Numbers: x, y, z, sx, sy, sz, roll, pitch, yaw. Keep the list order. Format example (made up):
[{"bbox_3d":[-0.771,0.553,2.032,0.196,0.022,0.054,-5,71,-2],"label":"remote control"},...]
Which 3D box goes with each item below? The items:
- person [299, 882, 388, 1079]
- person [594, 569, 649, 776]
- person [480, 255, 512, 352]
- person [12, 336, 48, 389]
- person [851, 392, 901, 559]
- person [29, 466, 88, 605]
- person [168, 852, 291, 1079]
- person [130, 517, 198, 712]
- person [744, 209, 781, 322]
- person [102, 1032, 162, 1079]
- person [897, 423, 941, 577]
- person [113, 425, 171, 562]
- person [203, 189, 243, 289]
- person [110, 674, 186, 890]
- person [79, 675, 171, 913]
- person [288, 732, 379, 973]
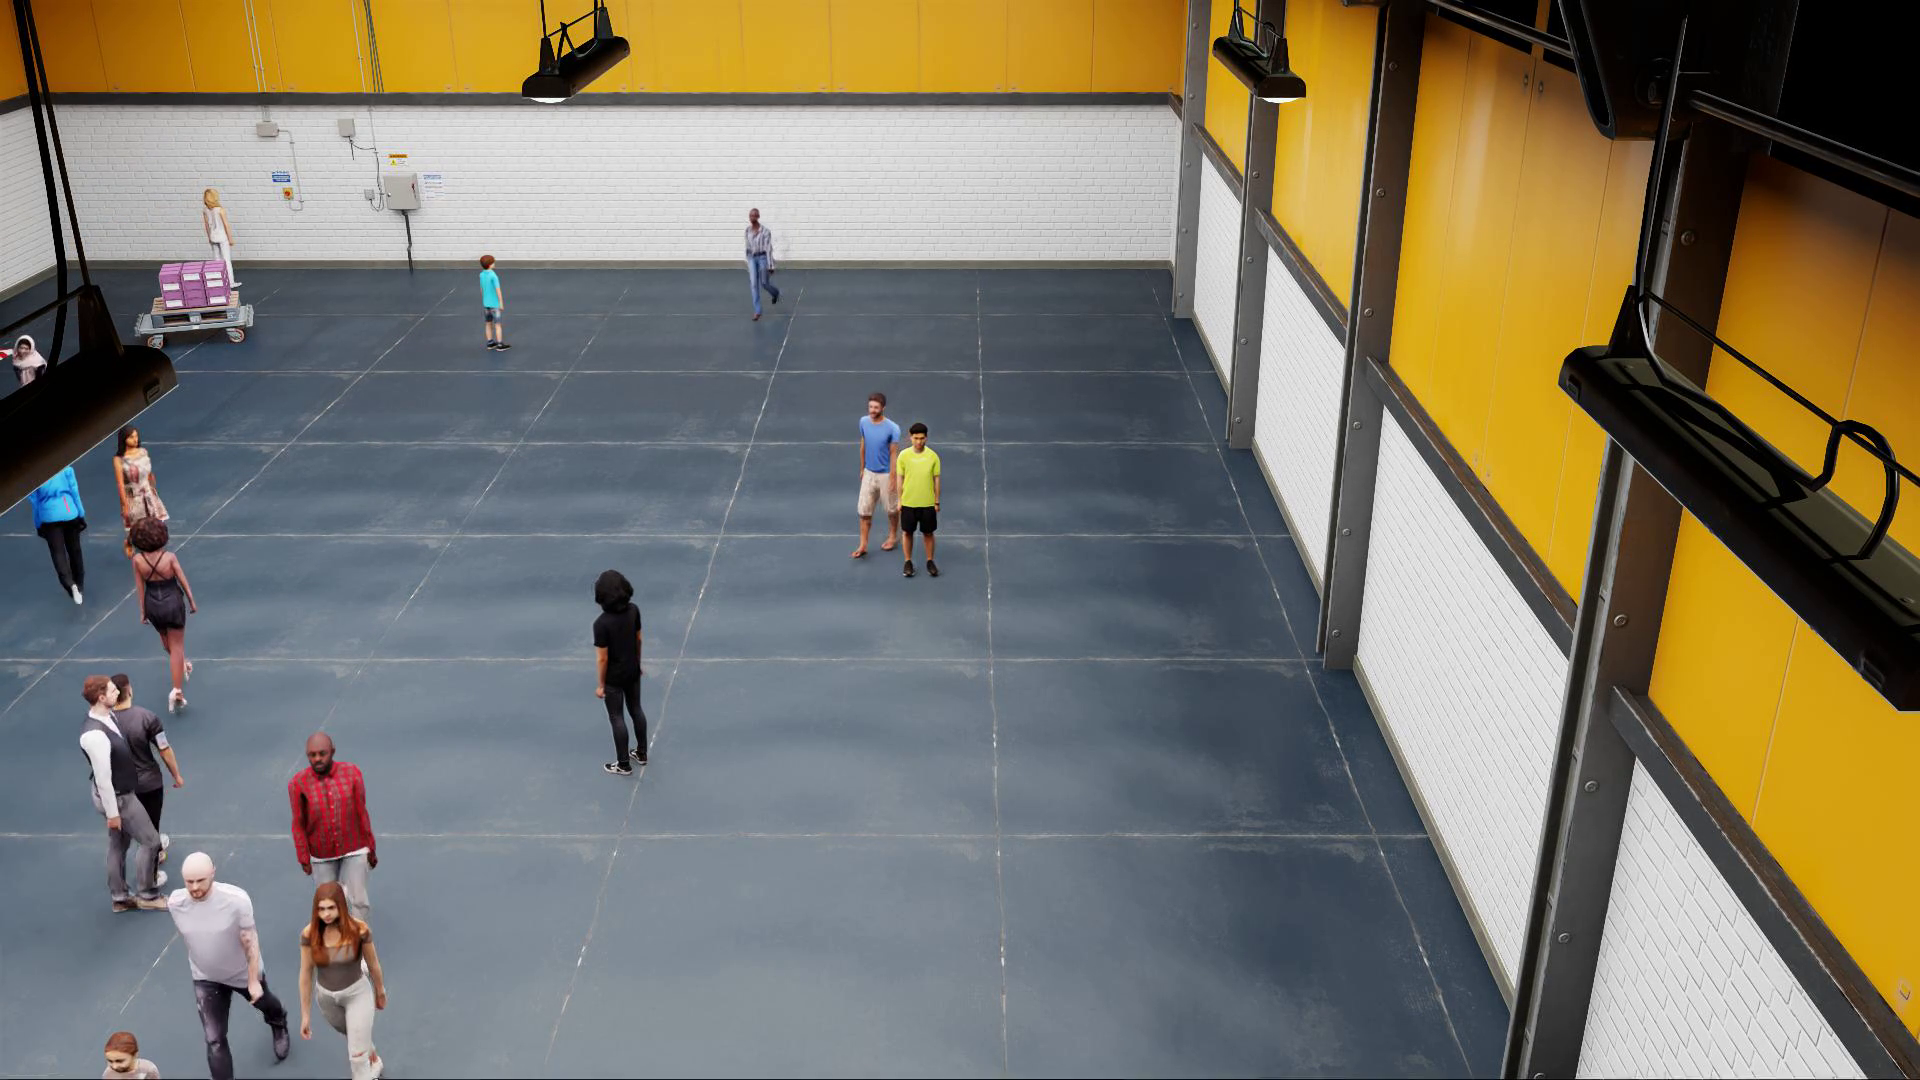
[{"bbox_3d":[-3.736,2.768,10.172,0.596,1.684,1.087,0,24,-1],"label":"person"},{"bbox_3d":[-2.819,1.088,13.826,0.772,1.836,0.681,17,29,34],"label":"person"},{"bbox_3d":[-7.036,-3.576,24.978,0.591,1.449,0.613,14,27,28],"label":"person"},{"bbox_3d":[-11.472,-1.789,20.714,0.766,1.591,0.746,15,28,30],"label":"person"},{"bbox_3d":[-0.827,-0.759,18.041,0.923,1.844,1.112,10,26,22],"label":"person"},{"bbox_3d":[-9.080,-0.173,16.787,0.980,1.774,1.130,-15,28,-31],"label":"person"},{"bbox_3d":[-4.501,2.638,10.336,0.737,1.790,1.258,-2,24,-4],"label":"person"},{"bbox_3d":[-7.101,0.697,14.849,0.722,1.732,1.151,-4,24,-9],"label":"person"},{"bbox_3d":[-3.160,-4.396,26.450,0.863,1.772,1.070,9,25,19],"label":"person"},{"bbox_3d":[-4.702,3.310,9.543,0.511,1.195,0.492,-3,24,-7],"label":"person"},{"bbox_3d":[-0.446,-0.438,17.478,0.596,1.706,0.507,0,24,0],"label":"person"},{"bbox_3d":[-8.725,-0.442,17.581,0.892,1.631,0.871,12,27,26],"label":"person"},{"bbox_3d":[-12.593,-5.125,28.242,0.649,1.672,0.626,6,24,13],"label":"person"},{"bbox_3d":[-6.075,1.842,12.219,0.699,1.741,0.938,-1,24,-3],"label":"person"},{"bbox_3d":[-6.172,1.858,11.961,0.856,1.917,0.789,-10,26,-22],"label":"person"},{"bbox_3d":[-4.327,2.090,11.571,0.875,1.805,1.031,-9,25,-20],"label":"person"}]
